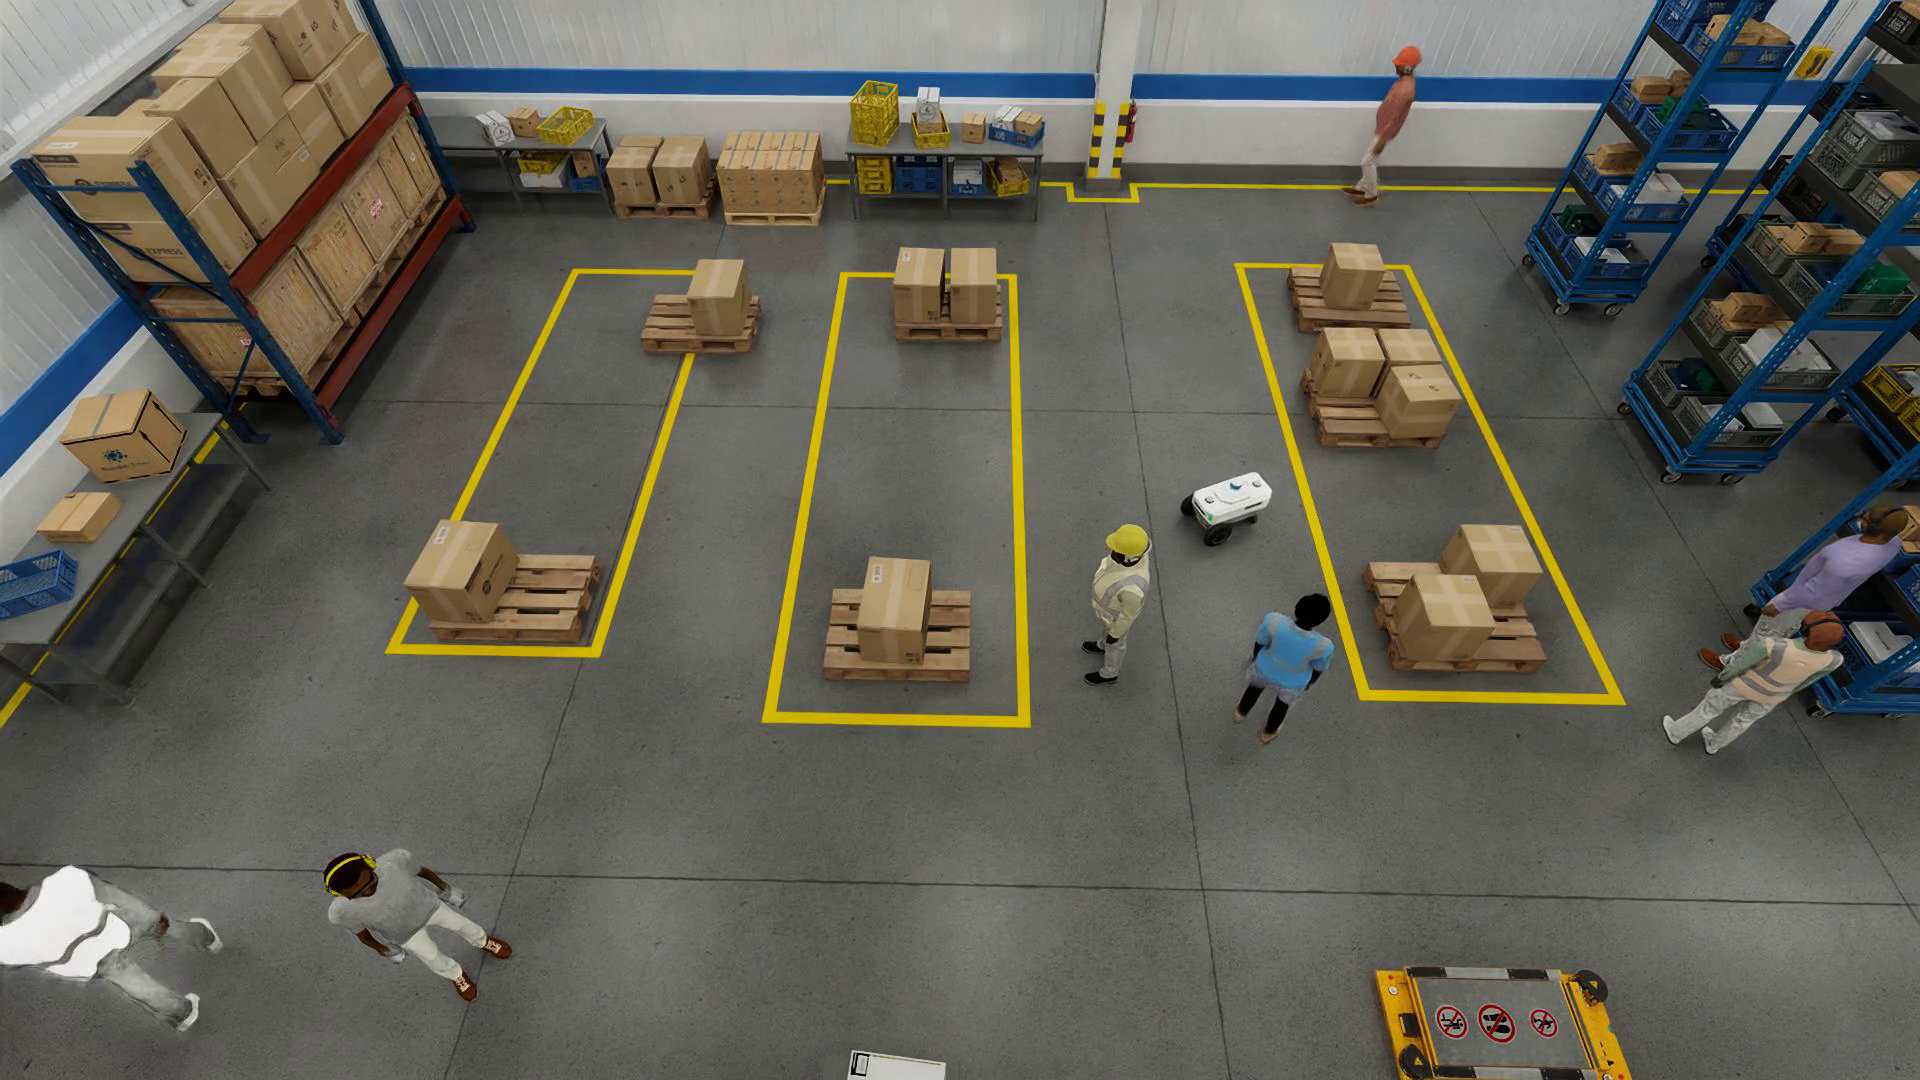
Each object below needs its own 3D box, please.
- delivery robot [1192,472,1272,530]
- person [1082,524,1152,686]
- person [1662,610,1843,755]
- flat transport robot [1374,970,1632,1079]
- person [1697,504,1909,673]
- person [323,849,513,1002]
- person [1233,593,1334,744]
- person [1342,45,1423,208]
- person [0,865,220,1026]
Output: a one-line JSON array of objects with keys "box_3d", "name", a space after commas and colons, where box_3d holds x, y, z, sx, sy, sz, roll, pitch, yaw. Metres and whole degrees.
[{"box_3d": [2.527, -0.379, 8.536, 0.707, 0.478, 0.477, -18, 53, -14], "name": "delivery robot"}, {"box_3d": [1.198, 0.498, 7.061, 0.404, 1.833, 0.590, 3, 51, 2], "name": "person"}, {"box_3d": [5.827, 1.073, 6.724, 0.517, 1.633, 0.312, 15, 52, 12], "name": "person"}, {"box_3d": [3.501, 3.133, 5.914, 1.431, 0.197, 0.652, 1, 51, 1], "name": "flat transport robot"}, {"box_3d": [6.512, 0.423, 7.060, 0.627, 1.933, 0.371, -20, 54, -16], "name": "person"}, {"box_3d": [-3.283, 2.311, 5.560, 0.326, 1.871, 0.520, 25, 55, 19], "name": "person"}, {"box_3d": [2.391, 0.948, 6.782, 0.539, 1.695, 0.317, 29, 56, 21], "name": "person"}, {"box_3d": [5.385, -5.216, 11.621, 0.401, 1.988, 0.641, 14, 52, 11], "name": "person"}, {"box_3d": [-5.179, 2.386, 5.494, 0.672, 1.875, 0.586, 24, 55, 18], "name": "person"}]
